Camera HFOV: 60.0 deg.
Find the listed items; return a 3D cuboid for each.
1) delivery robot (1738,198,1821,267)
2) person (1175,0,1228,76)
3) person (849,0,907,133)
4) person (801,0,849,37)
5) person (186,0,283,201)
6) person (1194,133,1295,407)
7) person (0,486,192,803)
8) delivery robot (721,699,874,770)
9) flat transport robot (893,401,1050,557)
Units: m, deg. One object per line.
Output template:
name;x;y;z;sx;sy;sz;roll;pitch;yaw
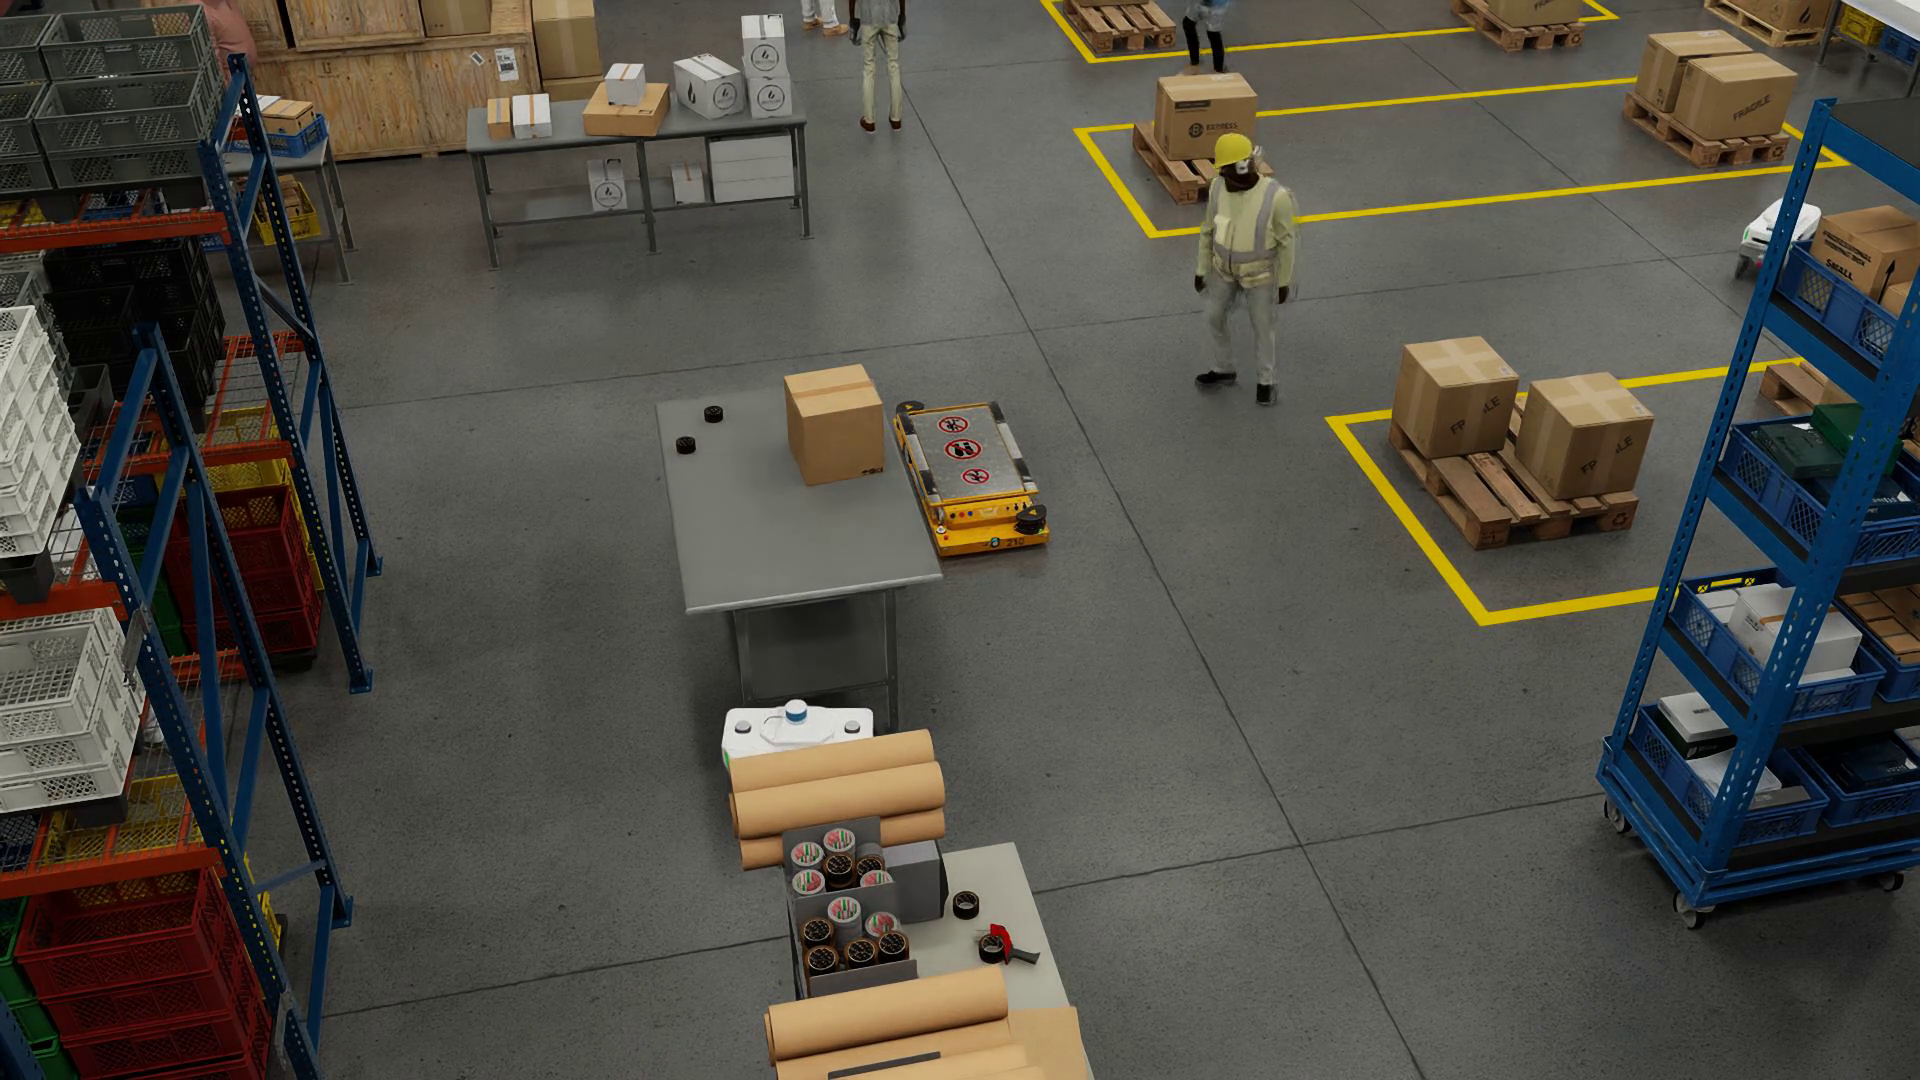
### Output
delivery robot;6.071;-2.291;12.299;0.477;0.478;0.707;28;45;32
person;2.174;-4.868;14.891;0.570;1.675;0.561;-2;37;-3
person;-0.694;-4.384;14.111;0.501;1.857;0.325;-4;37;-6
person;-1.367;-5.809;16.030;0.625;1.847;0.429;29;45;33
person;-5.674;-3.625;13.042;0.402;1.906;0.652;-2;37;-2
person;1.808;-1.705;10.568;0.656;1.785;0.408;25;43;29
person;-3.995;0.382;7.675;0.340;1.883;0.585;13;39;17
delivery robot;-0.768;0.969;7.916;0.707;0.478;0.477;0;37;0
flat transport robot;0.046;-0.430;10.108;0.652;0.197;1.431;-8;37;-10
